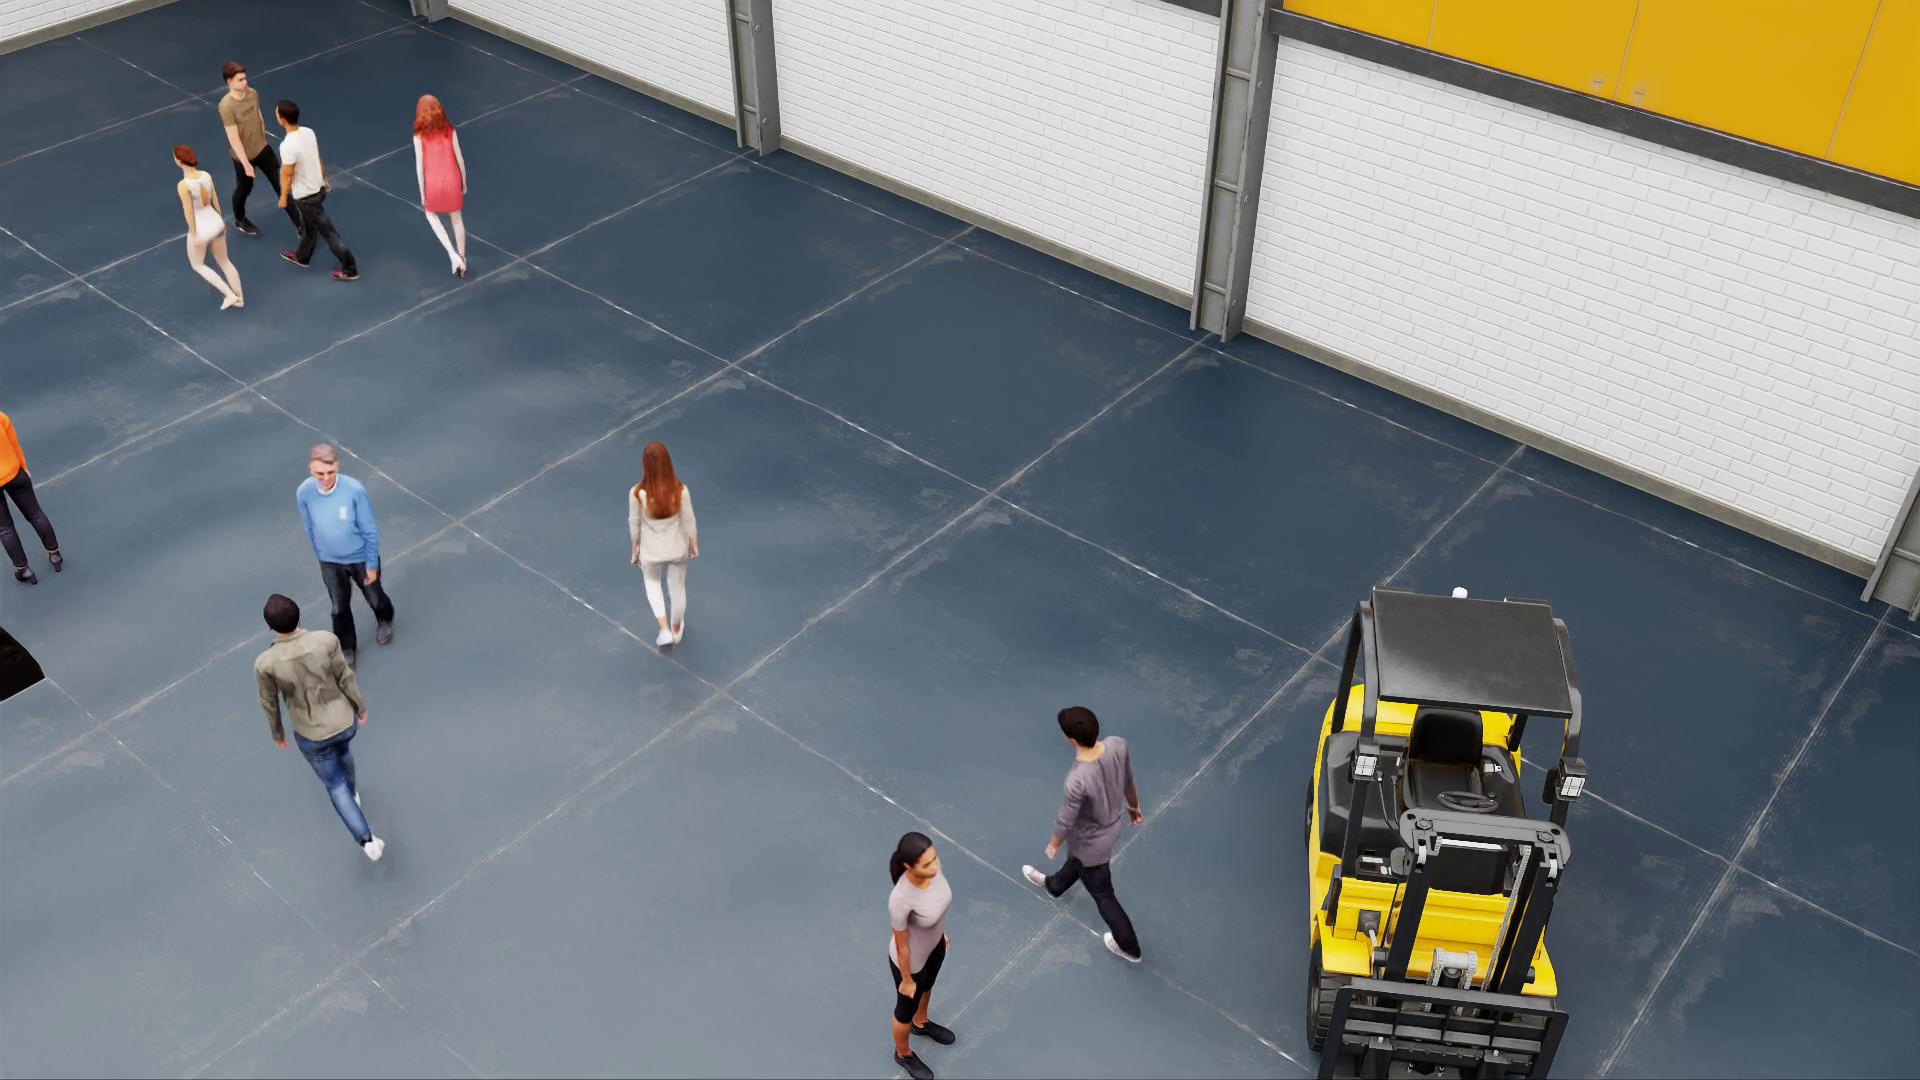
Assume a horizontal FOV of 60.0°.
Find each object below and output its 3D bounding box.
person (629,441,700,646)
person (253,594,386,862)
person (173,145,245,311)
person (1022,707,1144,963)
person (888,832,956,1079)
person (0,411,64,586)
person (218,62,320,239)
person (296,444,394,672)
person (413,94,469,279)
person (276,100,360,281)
[{"bbox_3d":[-2.040,0.108,11.471,0.802,1.704,0.860,-6,39,-8],"label":"person"},{"bbox_3d":[-3.804,1.177,10.036,0.852,1.824,1.207,-26,45,-28],"label":"person"},{"bbox_3d":[-6.811,-2.812,15.184,0.686,1.633,0.660,13,41,16],"label":"person"},{"bbox_3d":[0.828,1.709,9.391,1.146,1.796,0.769,28,46,30],"label":"person"},{"bbox_3d":[-0.228,2.179,8.842,0.611,1.748,0.650,18,42,21],"label":"person"},{"bbox_3d":[-6.988,-0.426,12.103,0.558,1.748,0.622,31,48,33],"label":"person"},{"bbox_3d":[-6.997,-3.769,16.249,1.338,1.799,0.929,15,41,18],"label":"person"},{"bbox_3d":[-4.193,0.051,11.477,0.937,1.785,0.995,1,39,1],"label":"person"},{"bbox_3d":[-4.812,-3.258,15.597,0.720,1.814,0.748,-24,44,-27],"label":"person"},{"bbox_3d":[-6.015,-3.241,15.611,1.150,1.770,1.009,3,39,4],"label":"person"}]
